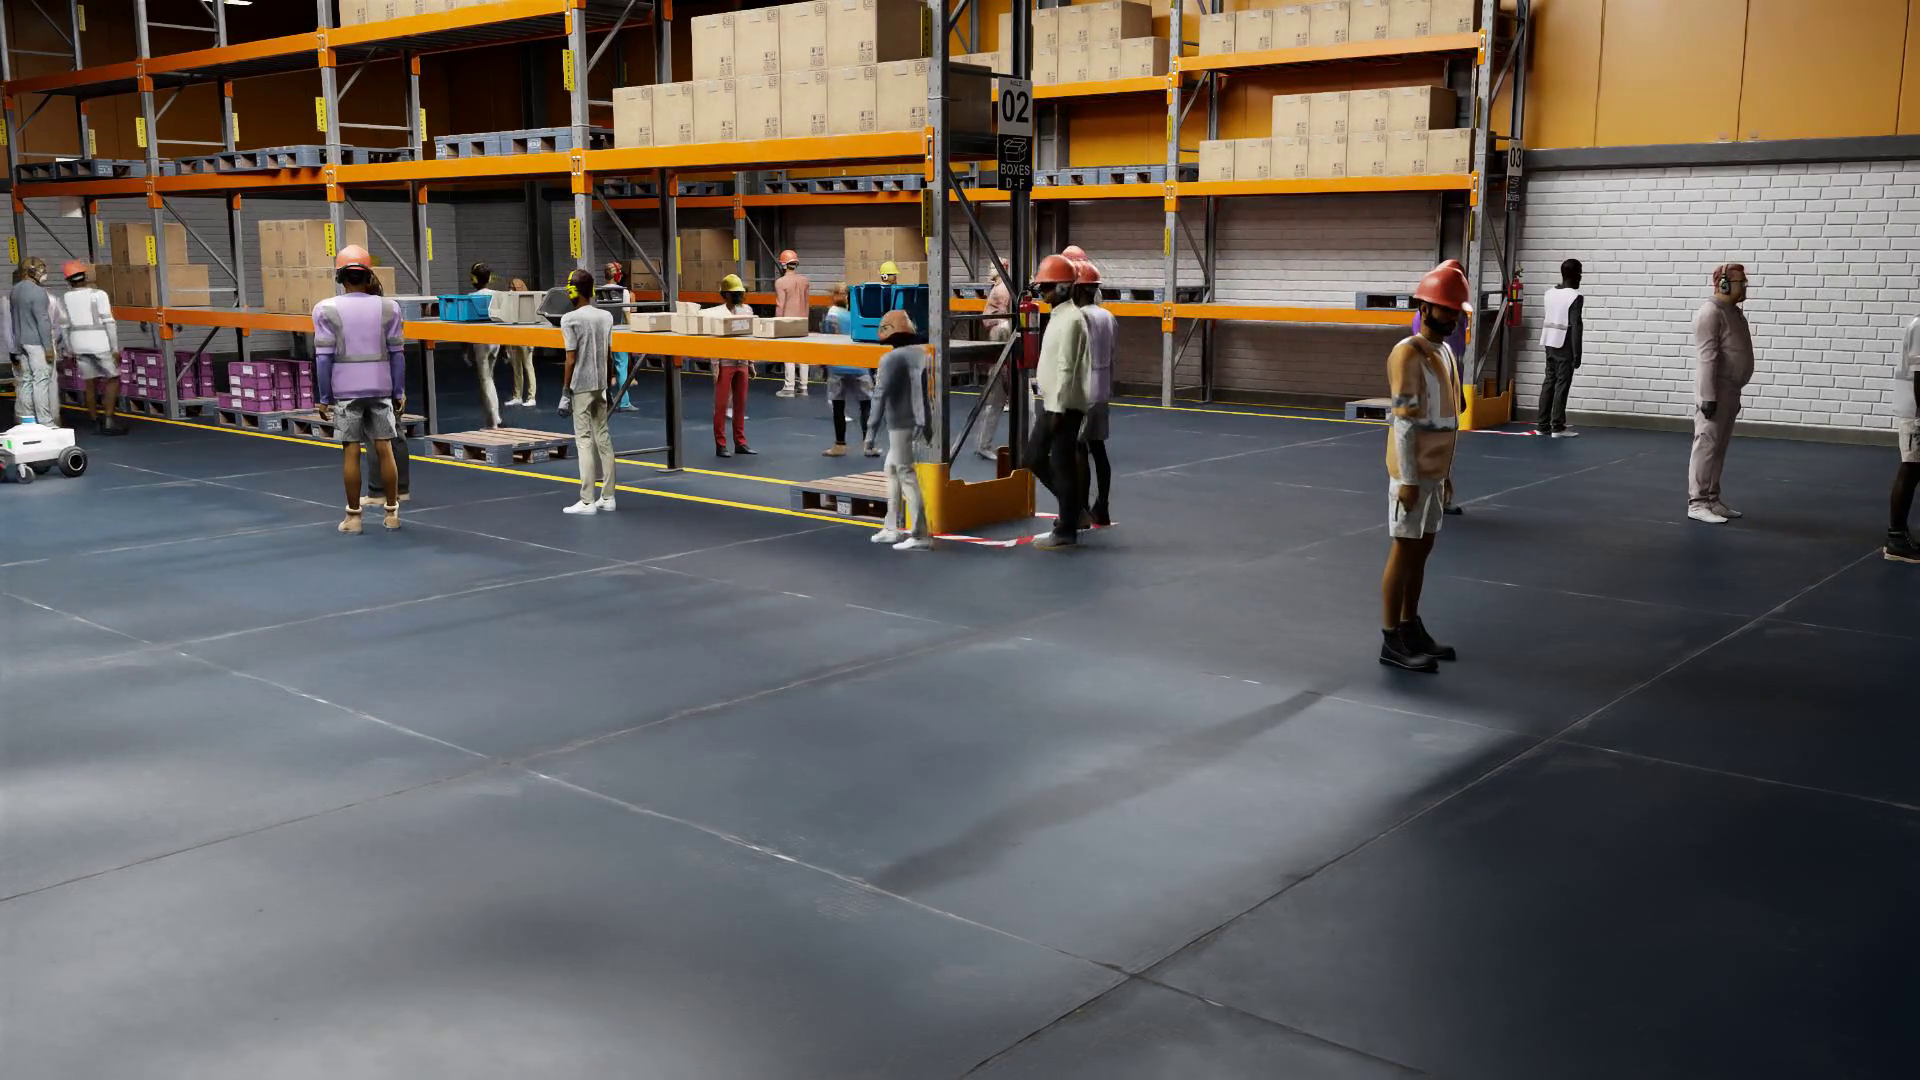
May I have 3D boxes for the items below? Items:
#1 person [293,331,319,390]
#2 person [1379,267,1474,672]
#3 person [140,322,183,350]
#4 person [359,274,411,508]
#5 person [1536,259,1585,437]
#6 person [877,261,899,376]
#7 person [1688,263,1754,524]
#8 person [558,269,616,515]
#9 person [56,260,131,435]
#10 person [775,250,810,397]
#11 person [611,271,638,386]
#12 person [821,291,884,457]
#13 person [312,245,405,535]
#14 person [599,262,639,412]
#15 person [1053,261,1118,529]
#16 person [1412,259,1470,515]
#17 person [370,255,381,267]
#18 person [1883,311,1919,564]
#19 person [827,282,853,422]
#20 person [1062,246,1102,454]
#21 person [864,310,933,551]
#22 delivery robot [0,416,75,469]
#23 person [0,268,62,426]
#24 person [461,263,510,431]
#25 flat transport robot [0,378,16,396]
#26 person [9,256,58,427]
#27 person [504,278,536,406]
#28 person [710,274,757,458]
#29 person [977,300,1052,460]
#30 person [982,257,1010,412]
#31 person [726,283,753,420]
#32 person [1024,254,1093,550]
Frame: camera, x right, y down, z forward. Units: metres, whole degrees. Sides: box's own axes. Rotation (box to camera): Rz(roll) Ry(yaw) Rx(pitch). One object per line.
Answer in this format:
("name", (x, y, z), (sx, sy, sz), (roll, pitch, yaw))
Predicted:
("person", (-9.162, -3.070, 23.622), (0.617, 1.911, 0.436), (-8, 13, -40))
("person", (2.260, -0.341, 8.036), (0.375, 1.930, 0.542), (7, 12, 36))
("person", (-12.277, -3.373, 25.593), (0.642, 1.836, 0.601), (-4, 11, -23))
("person", (-4.563, -1.173, 13.021), (0.327, 1.841, 0.511), (7, 12, 33))
("person", (6.440, -2.045, 17.814), (0.395, 1.913, 0.592), (-3, 10, -15))
("person", (-1.011, -2.989, 23.384), (0.404, 1.835, 0.587), (2, 10, 13))
("person", (5.665, -1.090, 12.360), (0.408, 1.913, 0.641), (8, 13, 40))
("person", (-2.849, -1.122, 12.677), (0.329, 1.865, 0.512), (7, 12, 33))
("person", (-9.376, -2.057, 17.963), (0.678, 1.883, 0.433), (0, 10, -2))
("person", (-2.306, -2.950, 22.705), (0.379, 1.996, 0.609), (8, 13, 40))
("person", (-5.004, -3.107, 24.448), (0.535, 1.696, 0.321), (1, 10, 5))
("person", (-1.034, -1.612, 16.026), (0.618, 1.665, 0.457), (-1, 10, -6))
("person", (-4.239, -1.054, 11.774), (0.611, 2.043, 0.375), (-6, 12, -32))
("person", (-4.275, -2.493, 20.529), (0.567, 1.846, 0.389), (5, 11, 26))
("person", (0.895, -1.044, 12.054), (0.386, 1.932, 0.545), (8, 13, 39))
("person", (3.639, -1.133, 12.530), (0.552, 1.935, 0.373), (-7, 12, -35))
("person", (-10.458, -4.162, 29.900), (0.404, 1.900, 0.736), (-6, 12, -31))
("person", (6.244, -0.839, 10.770), (0.362, 1.963, 0.614), (6, 12, 30))
("person", (-1.372, -2.191, 19.436), (0.382, 1.626, 0.516), (6, 11, 30))
("person", (1.105, -1.846, 16.284), (0.613, 2.041, 0.393), (-9, 14, -42))
("person", (-0.441, -0.739, 11.197), (0.628, 1.598, 0.626), (5, 11, 27))
("delivery robot", (-8.123, -0.841, 14.532), (0.477, 0.478, 0.707), (4, 11, 21))
("person", (-10.581, -2.193, 18.983), (0.627, 1.799, 0.947), (-10, 14, -44))
("person", (-5.223, -2.087, 18.178), (0.494, 1.857, 0.552), (7, 12, 36))
("flat transport robot", (-12.821, -2.137, 22.981), (0.652, 0.197, 1.431), (4, 11, 19))
("person", (-9.949, -2.075, 17.904), (0.629, 1.933, 0.379), (7, 12, 36))
("person", (-5.650, -2.531, 21.351), (0.497, 1.632, 0.279), (6, 12, 31))
("person", (-2.206, -1.691, 16.194), (0.315, 1.769, 0.525), (9, 14, 42))
("person", (0.509, -1.509, 15.674), (0.536, 1.583, 0.921), (-9, 14, -43))
("person", (0.481, -2.542, 20.621), (0.410, 1.913, 0.651), (0, 10, 3))
("person", (-2.607, -2.202, 19.491), (0.376, 1.623, 0.534), (6, 12, 31))
("person", (0.648, -0.904, 11.096), (0.441, 1.976, 0.641), (-1, 10, -7))
